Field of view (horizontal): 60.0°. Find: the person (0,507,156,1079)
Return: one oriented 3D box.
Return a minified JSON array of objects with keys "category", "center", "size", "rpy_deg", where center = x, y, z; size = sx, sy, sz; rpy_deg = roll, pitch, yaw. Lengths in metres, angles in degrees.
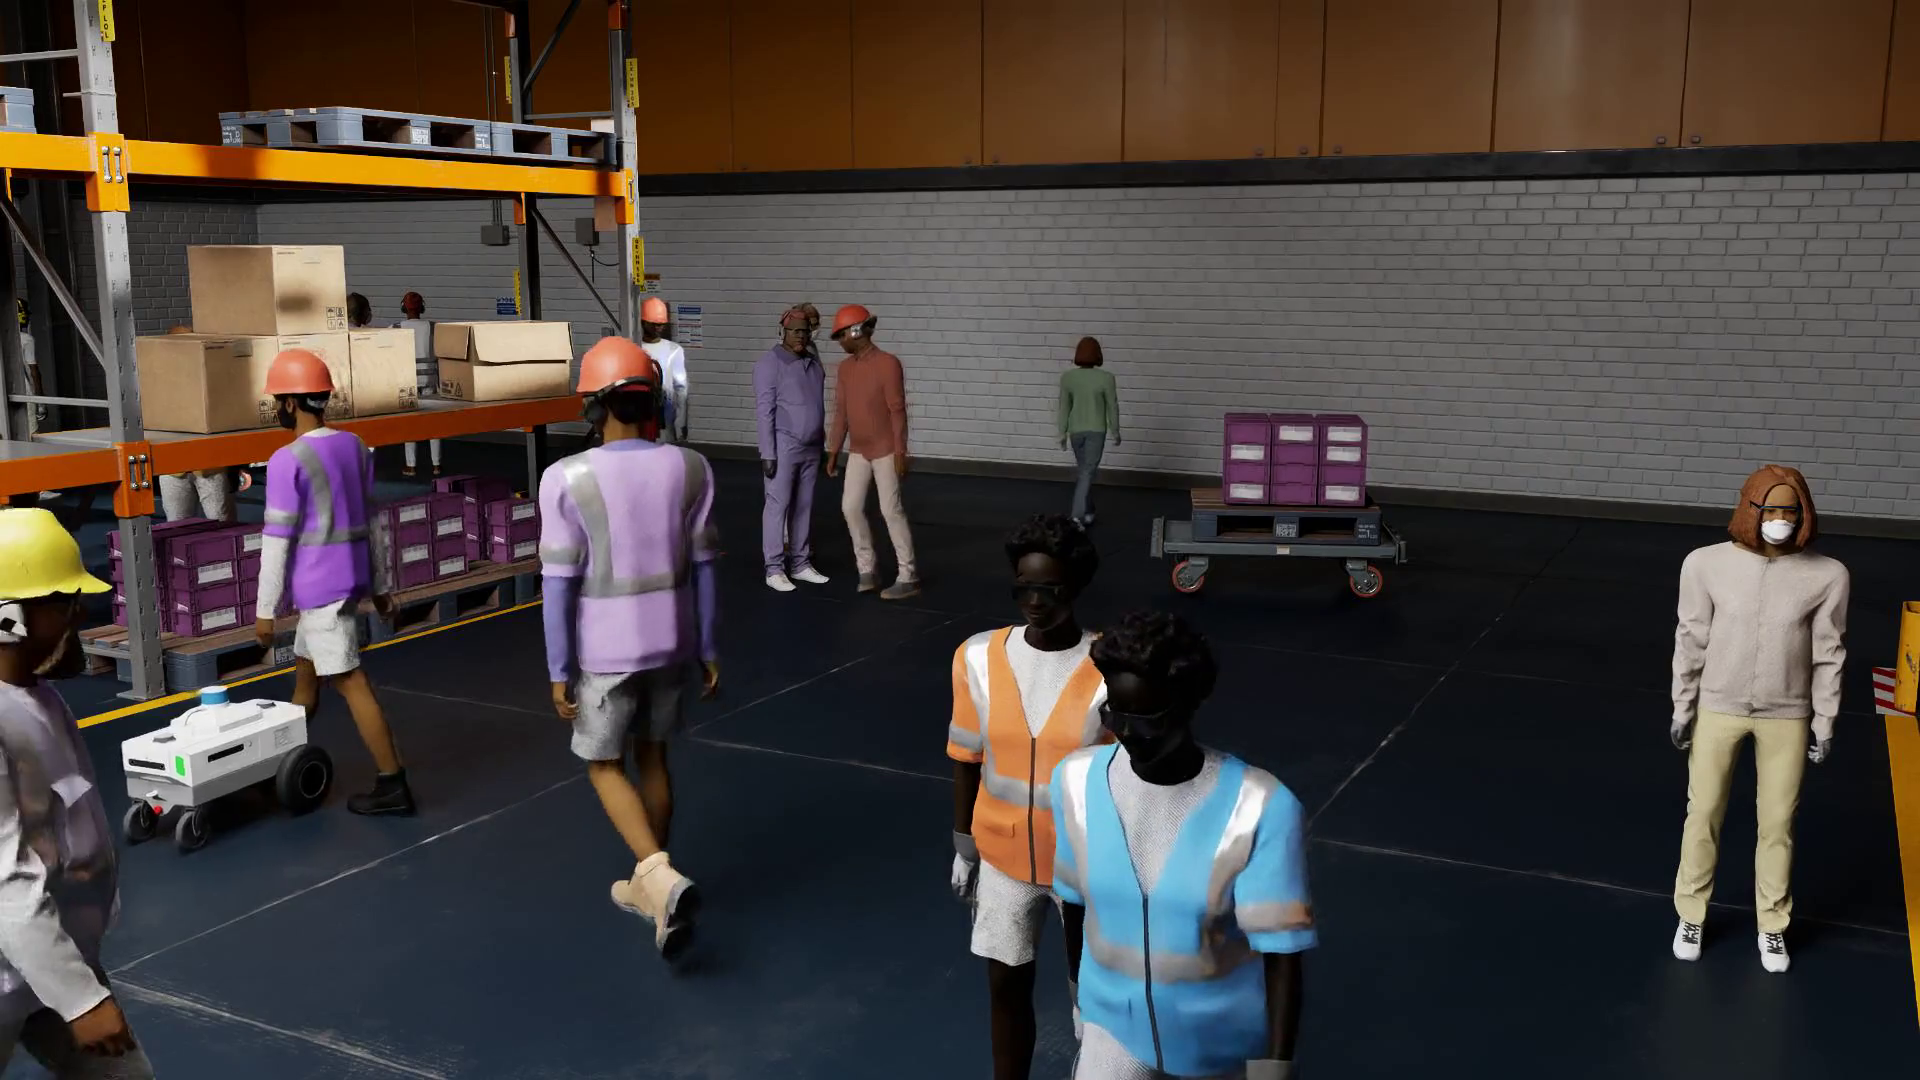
[{"category":"person","center":[-1.886,0.829,3.342],"size":[0.988,1.779,0.582],"rpy_deg":[-2,10,-12]}]

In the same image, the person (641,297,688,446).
[{"category":"person","center":[-2.470,-0.977,13.361],"size":[0.559,1.929,0.378],"rpy_deg":[-3,10,-17]}]

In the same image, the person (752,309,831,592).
[{"category":"person","center":[-1.114,-0.615,11.333],"size":[0.399,1.905,0.643],"rpy_deg":[7,12,35]}]

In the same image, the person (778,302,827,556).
[{"category":"person","center":[-1.286,-0.855,12.729],"size":[0.565,1.910,0.841],"rpy_deg":[3,10,14]}]

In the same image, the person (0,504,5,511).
[{"category":"person","center":[-5.928,-0.321,9.850],"size":[0.602,1.831,0.404],"rpy_deg":[0,10,0]}]

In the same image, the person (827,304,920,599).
[{"category":"person","center":[-0.576,-0.590,11.064],"size":[0.642,1.947,0.435],"rpy_deg":[9,13,43]}]

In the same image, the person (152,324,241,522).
[{"category":"person","center":[-4.898,-0.457,10.633],"size":[0.619,1.835,0.430],"rpy_deg":[-1,10,-5]}]

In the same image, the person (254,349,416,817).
[{"category":"person","center":[-2.663,0.186,6.713],"size":[0.981,1.890,0.573],"rpy_deg":[2,10,11]}]

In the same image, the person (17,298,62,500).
[{"category":"person","center":[-8.649,-1.291,15.349],"size":[0.531,1.869,0.310],"rpy_deg":[3,10,16]}]

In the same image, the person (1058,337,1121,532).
[{"category":"person","center":[1.043,-0.879,13.754],"size":[0.493,1.595,0.856],"rpy_deg":[6,11,29]}]

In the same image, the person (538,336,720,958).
[{"category":"person","center":[-1.030,0.357,5.407],"size":[0.612,2.024,0.761],"rpy_deg":[-7,12,-34]}]

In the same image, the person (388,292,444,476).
[{"category":"person","center":[-5.573,-1.600,17.098],"size":[0.574,1.882,0.356],"rpy_deg":[-5,11,-27]}]

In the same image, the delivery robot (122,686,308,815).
[{"category":"delivery robot","center":[-2.956,0.825,6.624],"size":[0.477,0.478,0.707],"rpy_deg":[4,10,21]}]

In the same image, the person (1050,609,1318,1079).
[{"category":"person","center":[0.393,0.932,3.095],"size":[0.551,1.632,0.902],"rpy_deg":[5,11,24]}]

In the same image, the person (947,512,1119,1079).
[{"category":"person","center":[0.220,0.763,3.987],"size":[0.534,1.689,0.321],"rpy_deg":[4,11,21]}]

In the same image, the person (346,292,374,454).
[{"category":"person","center":[-5.261,-1.182,14.513],"size":[0.635,1.937,0.352],"rpy_deg":[8,13,41]}]

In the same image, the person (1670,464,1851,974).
[{"category":"person","center":[2.529,0.566,5.304],"size":[0.497,1.629,0.276],"rpy_deg":[4,10,20]}]
